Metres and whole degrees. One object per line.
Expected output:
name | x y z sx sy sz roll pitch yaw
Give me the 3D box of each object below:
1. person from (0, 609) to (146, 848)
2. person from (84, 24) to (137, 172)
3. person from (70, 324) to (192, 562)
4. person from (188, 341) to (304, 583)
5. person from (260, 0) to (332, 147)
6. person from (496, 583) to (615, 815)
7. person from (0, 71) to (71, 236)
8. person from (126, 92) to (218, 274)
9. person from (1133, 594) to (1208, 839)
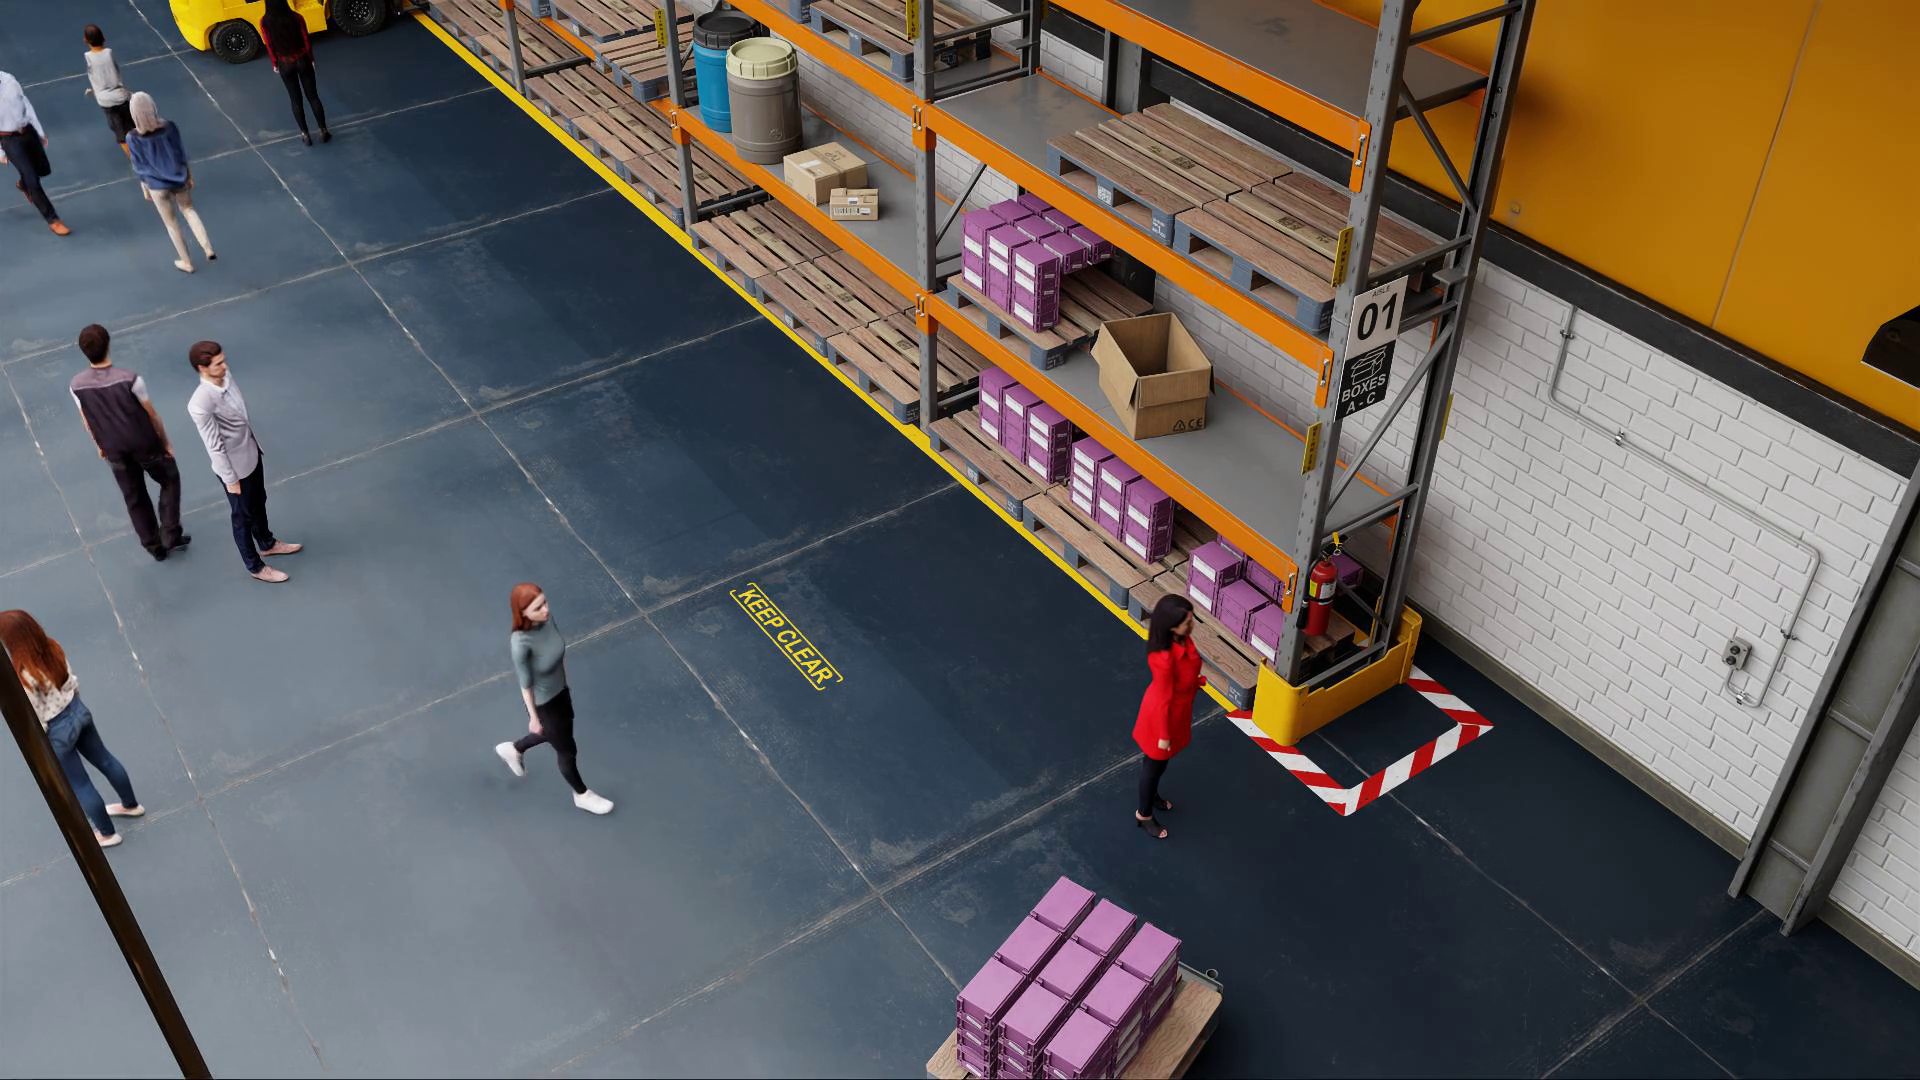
person | -5.091 1.058 9.466 0.707 1.726 0.639 5 39 6
person | -8.466 -4.440 16.597 0.563 1.418 0.990 -23 44 -26
person | -5.706 -0.595 11.445 0.770 1.839 0.768 -9 40 -12
person | -4.960 -0.560 11.394 0.828 1.848 0.724 0 39 0
person | -6.750 -4.818 16.879 0.637 1.657 0.603 -12 40 -15
person | -2.450 0.919 9.640 1.057 1.727 0.932 12 40 14
person | -8.746 -3.697 15.385 1.133 1.769 0.930 15 41 18
person | -6.967 -3.126 14.736 0.770 1.688 0.694 24 44 27
person | 1.175 0.993 9.529 0.790 1.748 0.740 10 40 12
